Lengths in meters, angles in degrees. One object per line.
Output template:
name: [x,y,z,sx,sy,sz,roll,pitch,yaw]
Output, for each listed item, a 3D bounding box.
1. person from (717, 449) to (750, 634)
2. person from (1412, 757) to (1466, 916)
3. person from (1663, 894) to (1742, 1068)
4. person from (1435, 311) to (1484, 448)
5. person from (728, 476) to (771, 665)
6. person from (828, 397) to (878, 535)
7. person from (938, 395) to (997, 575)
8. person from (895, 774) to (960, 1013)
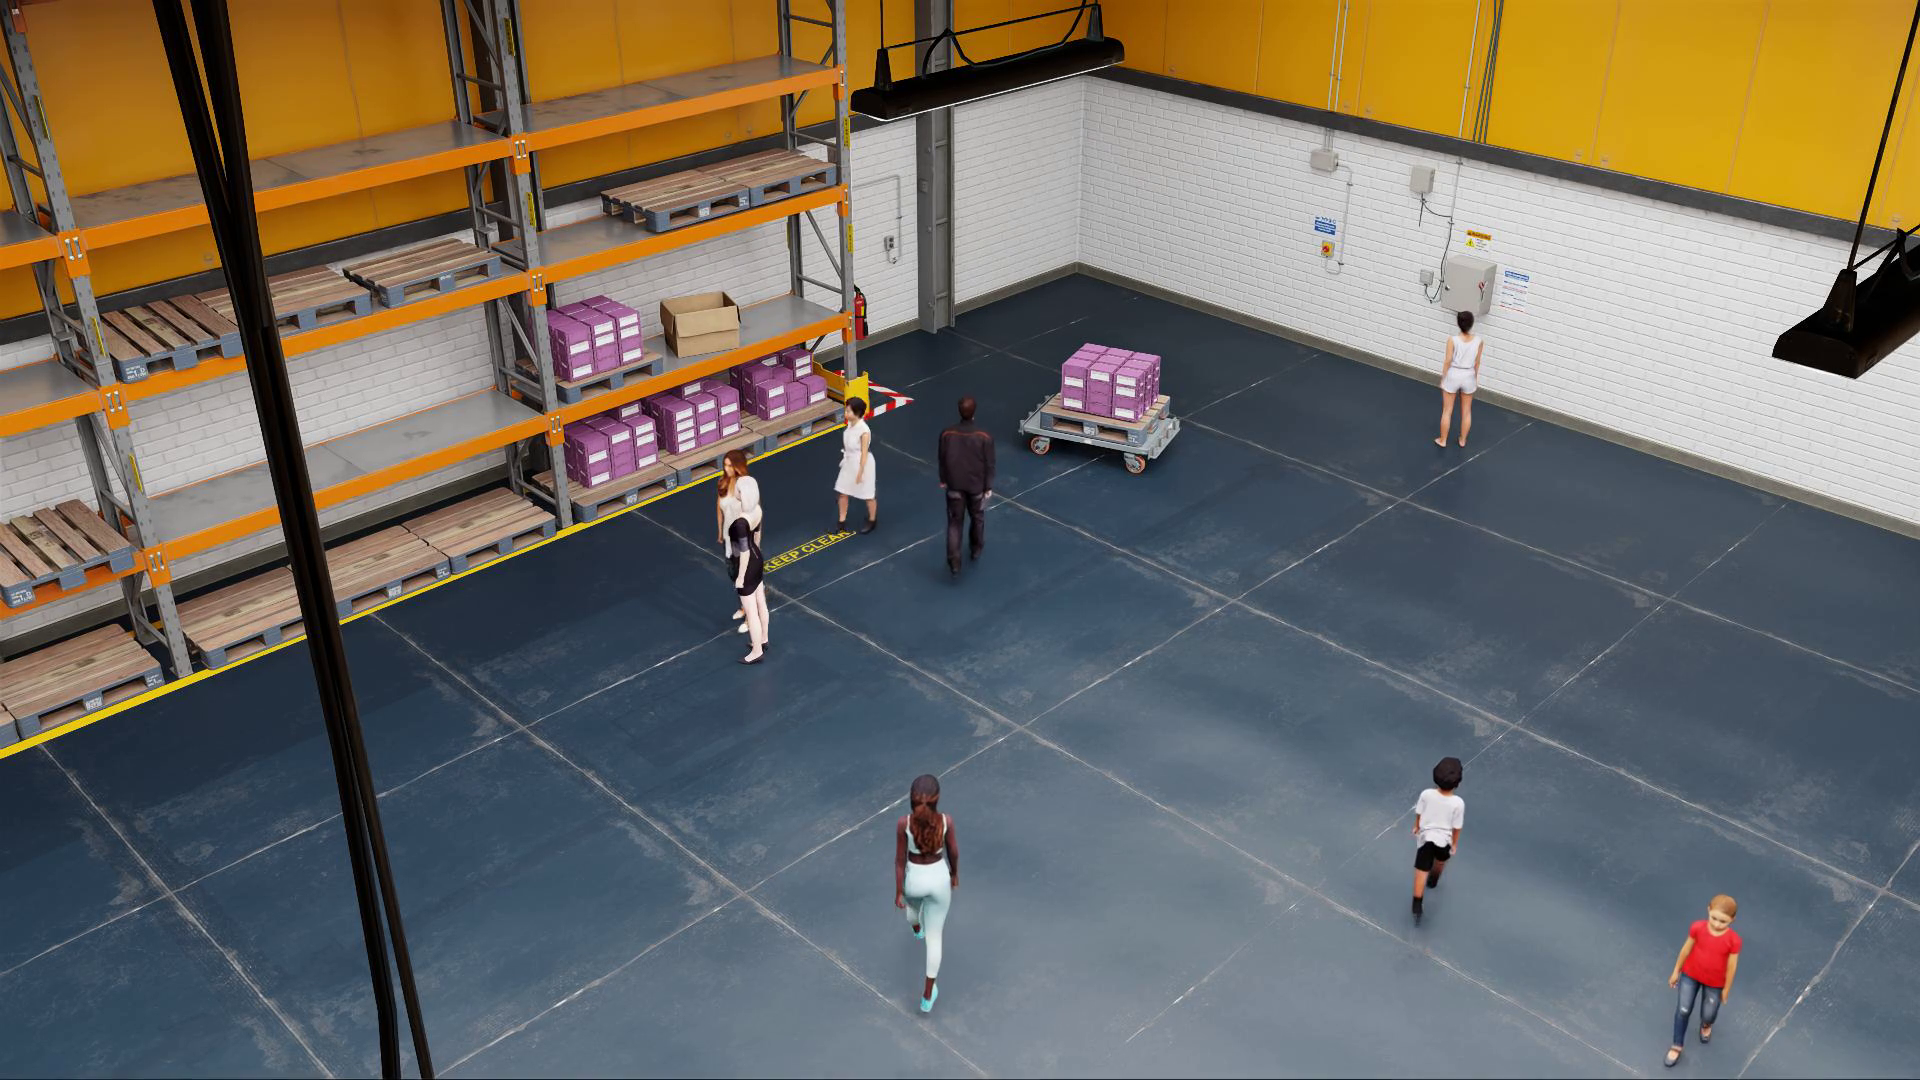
person: [-2.001,-0.032,15.265,0.671,1.808,0.708,17,33,28]
person: [3.394,2.126,11.897,0.692,1.245,0.927,11,31,20]
person: [4.776,2.777,10.648,0.534,1.299,0.706,21,35,33]
person: [5.630,-1.812,18.734,0.630,1.611,0.683,1,29,1]
person: [-1.856,0.256,14.714,0.710,1.830,0.602,6,29,11]
person: [-0.959,-0.757,16.879,0.803,1.535,0.653,-17,33,-28]
person: [0.029,-0.500,16.112,1.099,1.818,1.192,3,29,5]
person: [-0.221,2.358,11.014,1.065,1.683,1.143,0,29,-1]
